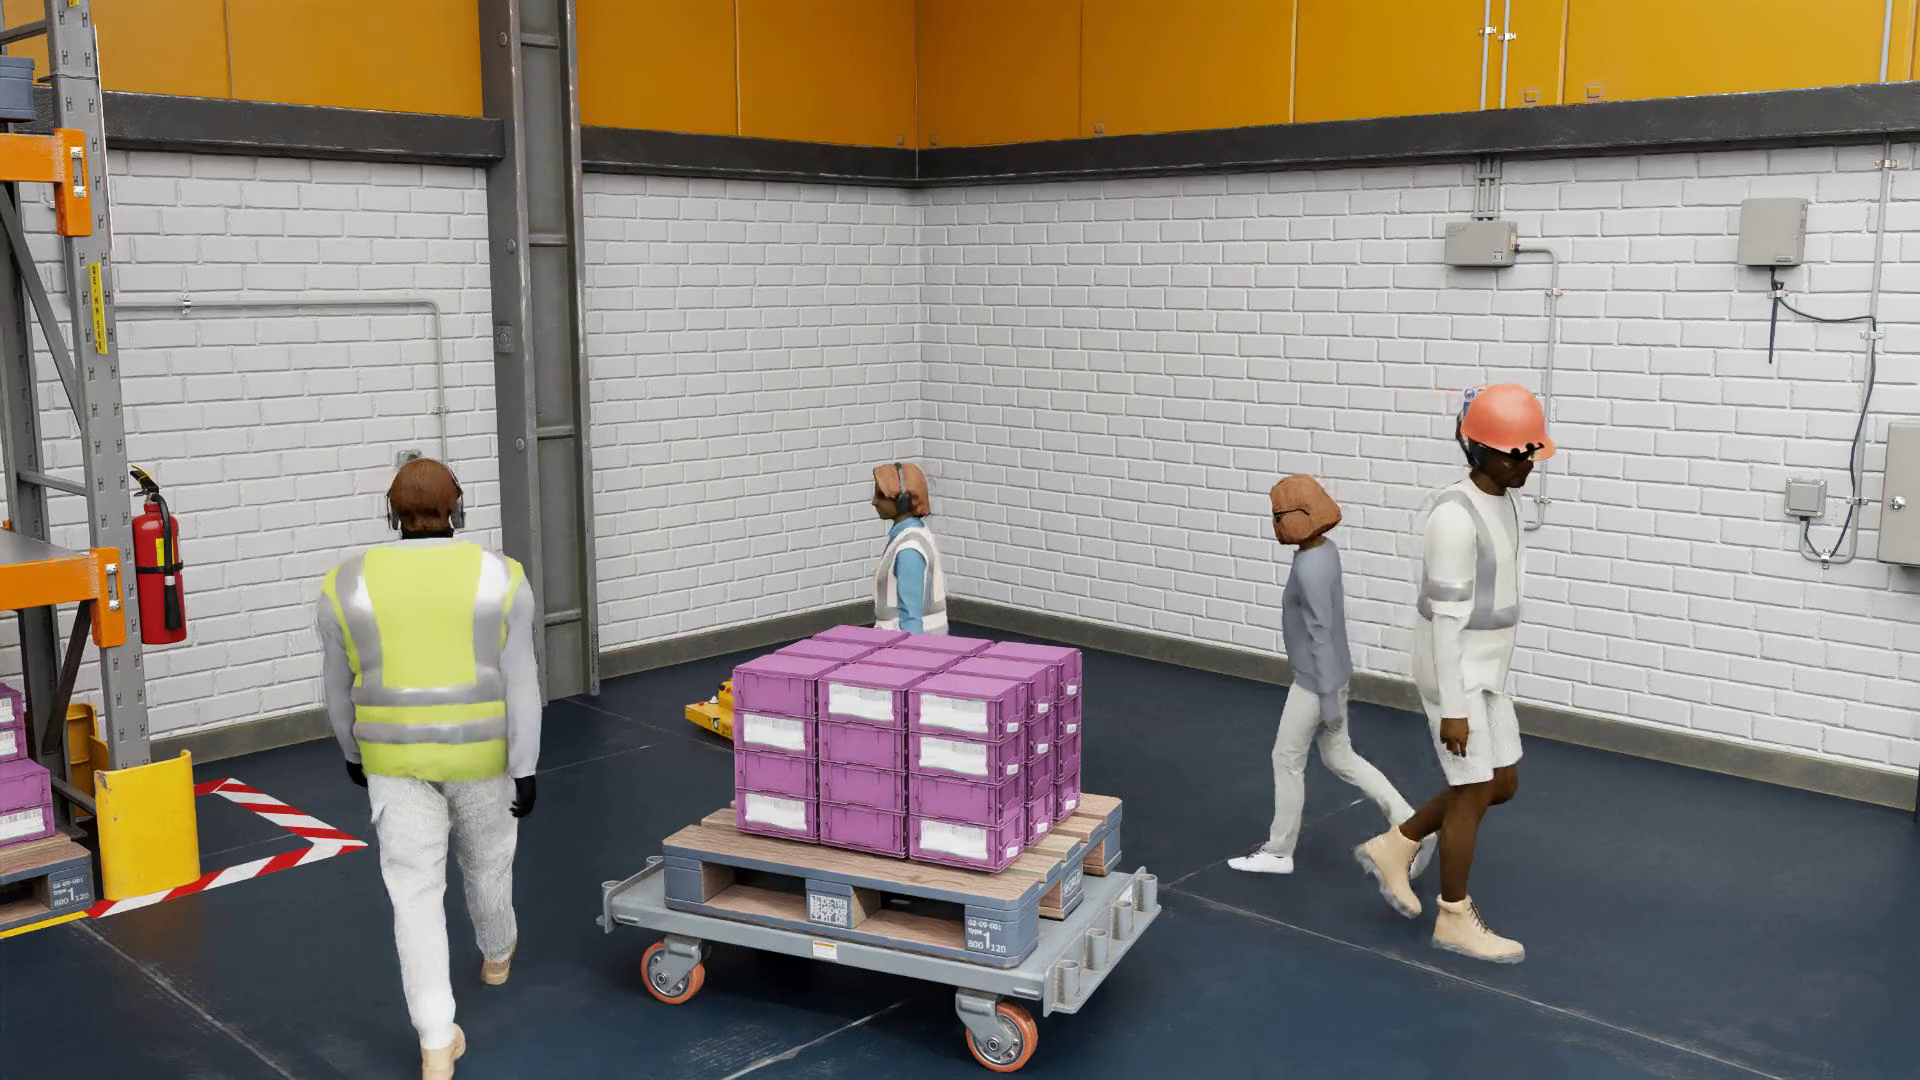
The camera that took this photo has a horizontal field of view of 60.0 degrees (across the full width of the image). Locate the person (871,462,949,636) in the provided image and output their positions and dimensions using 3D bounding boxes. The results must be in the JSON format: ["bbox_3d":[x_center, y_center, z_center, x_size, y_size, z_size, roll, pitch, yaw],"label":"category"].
[{"bbox_3d":[-0.130,0.482,6.685,0.617,1.615,0.522,0,9,0],"label":"person"}]

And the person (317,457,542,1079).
[{"bbox_3d":[-1.602,0.638,5.120,0.630,1.797,0.949,-2,10,-13],"label":"person"}]

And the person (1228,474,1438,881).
[{"bbox_3d":[1.438,0.541,6.336,0.737,1.600,0.520,3,10,20],"label":"person"}]

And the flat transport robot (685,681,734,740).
[{"bbox_3d":[-0.657,0.810,8.755,1.431,0.197,0.652,-7,12,-37],"label":"flat transport robot"}]

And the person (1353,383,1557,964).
[{"bbox_3d":[1.697,0.459,5.648,0.615,2.007,0.621,7,12,37],"label":"person"}]
